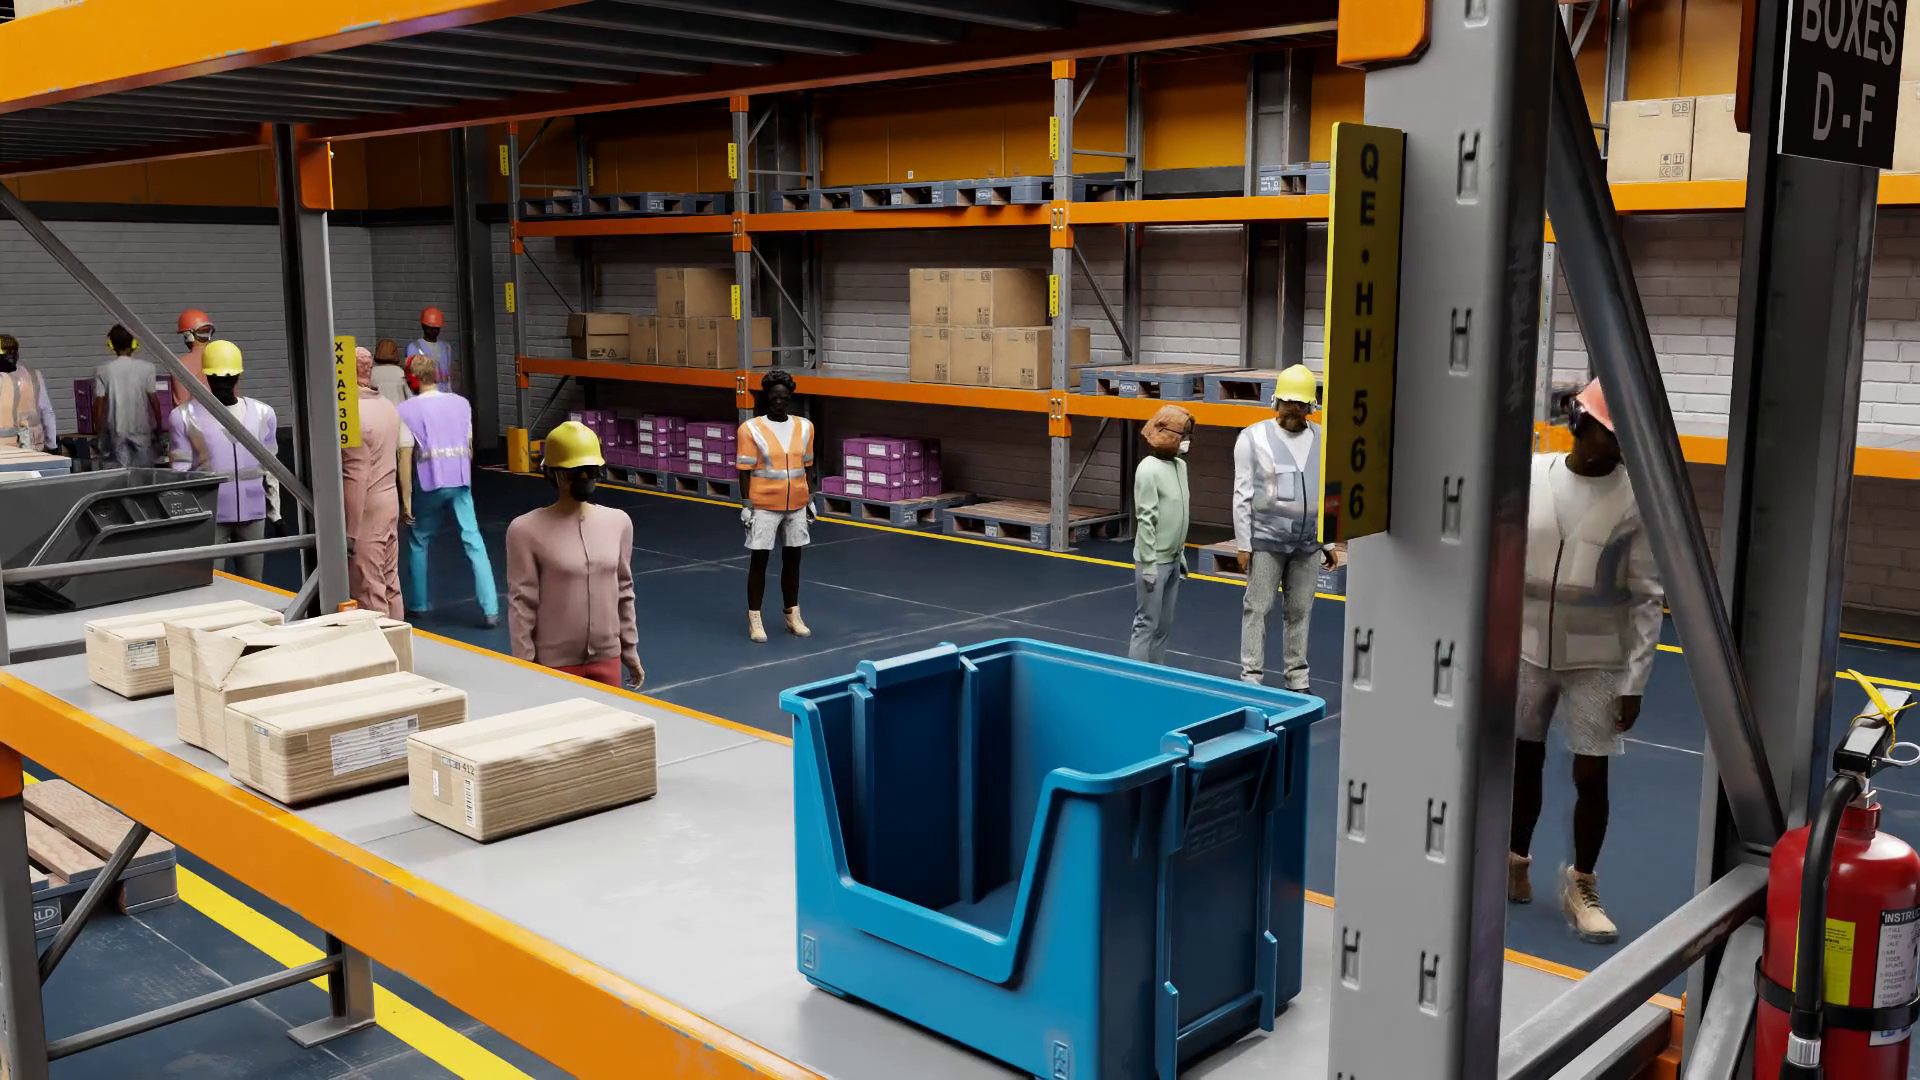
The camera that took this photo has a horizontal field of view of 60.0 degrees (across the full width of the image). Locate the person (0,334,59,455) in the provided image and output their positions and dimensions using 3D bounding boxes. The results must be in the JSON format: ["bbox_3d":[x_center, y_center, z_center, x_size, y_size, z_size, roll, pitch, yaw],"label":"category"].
[{"bbox_3d":[-7.693,-0.772,13.484,0.915,1.809,0.632,6,11,34],"label":"person"}]

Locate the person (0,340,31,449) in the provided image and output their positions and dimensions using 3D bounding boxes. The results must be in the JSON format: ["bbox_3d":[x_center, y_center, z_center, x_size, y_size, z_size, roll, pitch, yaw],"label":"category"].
[{"bbox_3d":[-6.758,-0.527,11.603,0.370,1.924,0.586,7,12,37],"label":"person"}]

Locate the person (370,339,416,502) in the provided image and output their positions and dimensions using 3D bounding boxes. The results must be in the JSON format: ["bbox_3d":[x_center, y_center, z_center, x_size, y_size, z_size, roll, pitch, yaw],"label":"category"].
[{"bbox_3d":[-5.584,-1.149,16.300,0.500,1.633,0.286,-2,9,-10],"label":"person"}]

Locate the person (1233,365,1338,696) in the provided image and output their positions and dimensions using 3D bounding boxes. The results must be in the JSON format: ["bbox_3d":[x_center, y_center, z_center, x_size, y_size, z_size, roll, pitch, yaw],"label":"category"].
[{"bbox_3d":[1.705,0.002,8.664,0.586,1.825,0.404,-2,10,-15],"label":"person"}]

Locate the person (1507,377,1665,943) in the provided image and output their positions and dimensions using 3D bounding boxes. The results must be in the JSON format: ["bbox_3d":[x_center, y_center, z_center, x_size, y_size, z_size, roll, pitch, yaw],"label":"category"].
[{"bbox_3d":[2.042,0.394,5.792,0.792,1.996,0.422,8,12,42],"label":"person"}]

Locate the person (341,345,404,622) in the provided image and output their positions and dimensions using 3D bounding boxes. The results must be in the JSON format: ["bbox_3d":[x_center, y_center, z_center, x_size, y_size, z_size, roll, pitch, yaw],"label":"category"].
[{"bbox_3d":[-3.277,-0.108,9.080,0.404,1.910,0.636,0,9,-1],"label":"person"}]

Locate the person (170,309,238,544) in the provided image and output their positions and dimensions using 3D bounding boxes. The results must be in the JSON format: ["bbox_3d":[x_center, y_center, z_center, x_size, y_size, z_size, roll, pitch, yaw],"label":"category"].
[{"bbox_3d":[-6.092,-0.862,13.440,0.380,1.993,0.610,4,10,25],"label":"person"}]

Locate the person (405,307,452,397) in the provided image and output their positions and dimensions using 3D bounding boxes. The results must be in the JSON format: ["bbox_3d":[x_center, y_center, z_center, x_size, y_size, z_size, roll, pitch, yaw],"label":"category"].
[{"bbox_3d":[-5.396,-1.421,17.065,0.385,1.929,0.547,6,11,31],"label":"person"}]

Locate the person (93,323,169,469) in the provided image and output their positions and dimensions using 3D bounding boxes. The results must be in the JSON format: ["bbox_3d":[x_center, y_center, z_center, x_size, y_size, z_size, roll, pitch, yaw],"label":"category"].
[{"bbox_3d":[-6.985,-0.891,14.020,0.569,1.860,0.436,-1,9,-9],"label":"person"}]

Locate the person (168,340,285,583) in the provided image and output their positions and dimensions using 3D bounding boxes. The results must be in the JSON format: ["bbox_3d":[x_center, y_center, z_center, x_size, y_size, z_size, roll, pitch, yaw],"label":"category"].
[{"bbox_3d":[-4.074,-0.152,9.300,0.591,1.923,0.381,-8,13,-42],"label":"person"}]

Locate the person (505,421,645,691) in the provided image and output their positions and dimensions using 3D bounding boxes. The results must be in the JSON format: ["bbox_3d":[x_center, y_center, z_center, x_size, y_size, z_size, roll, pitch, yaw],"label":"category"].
[{"bbox_3d":[-1.404,0.444,6.126,0.524,1.770,0.315,-9,13,-42],"label":"person"}]

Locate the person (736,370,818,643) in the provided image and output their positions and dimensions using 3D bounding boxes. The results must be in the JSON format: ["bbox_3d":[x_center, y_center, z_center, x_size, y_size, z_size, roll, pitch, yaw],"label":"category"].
[{"bbox_3d":[-1.133,-0.215,10.371,0.540,1.698,0.317,-6,11,-31],"label":"person"}]

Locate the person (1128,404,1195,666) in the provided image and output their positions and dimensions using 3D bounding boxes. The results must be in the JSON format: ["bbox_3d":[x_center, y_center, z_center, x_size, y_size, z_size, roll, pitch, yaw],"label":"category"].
[{"bbox_3d":[1.040,0.120,8.518,0.283,1.633,0.498,5,11,29],"label":"person"}]

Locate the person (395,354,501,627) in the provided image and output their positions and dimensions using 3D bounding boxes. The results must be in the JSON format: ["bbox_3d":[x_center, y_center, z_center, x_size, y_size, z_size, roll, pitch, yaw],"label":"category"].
[{"bbox_3d":[-3.364,-0.313,10.804,0.595,1.776,0.902,-8,12,-41],"label":"person"}]
